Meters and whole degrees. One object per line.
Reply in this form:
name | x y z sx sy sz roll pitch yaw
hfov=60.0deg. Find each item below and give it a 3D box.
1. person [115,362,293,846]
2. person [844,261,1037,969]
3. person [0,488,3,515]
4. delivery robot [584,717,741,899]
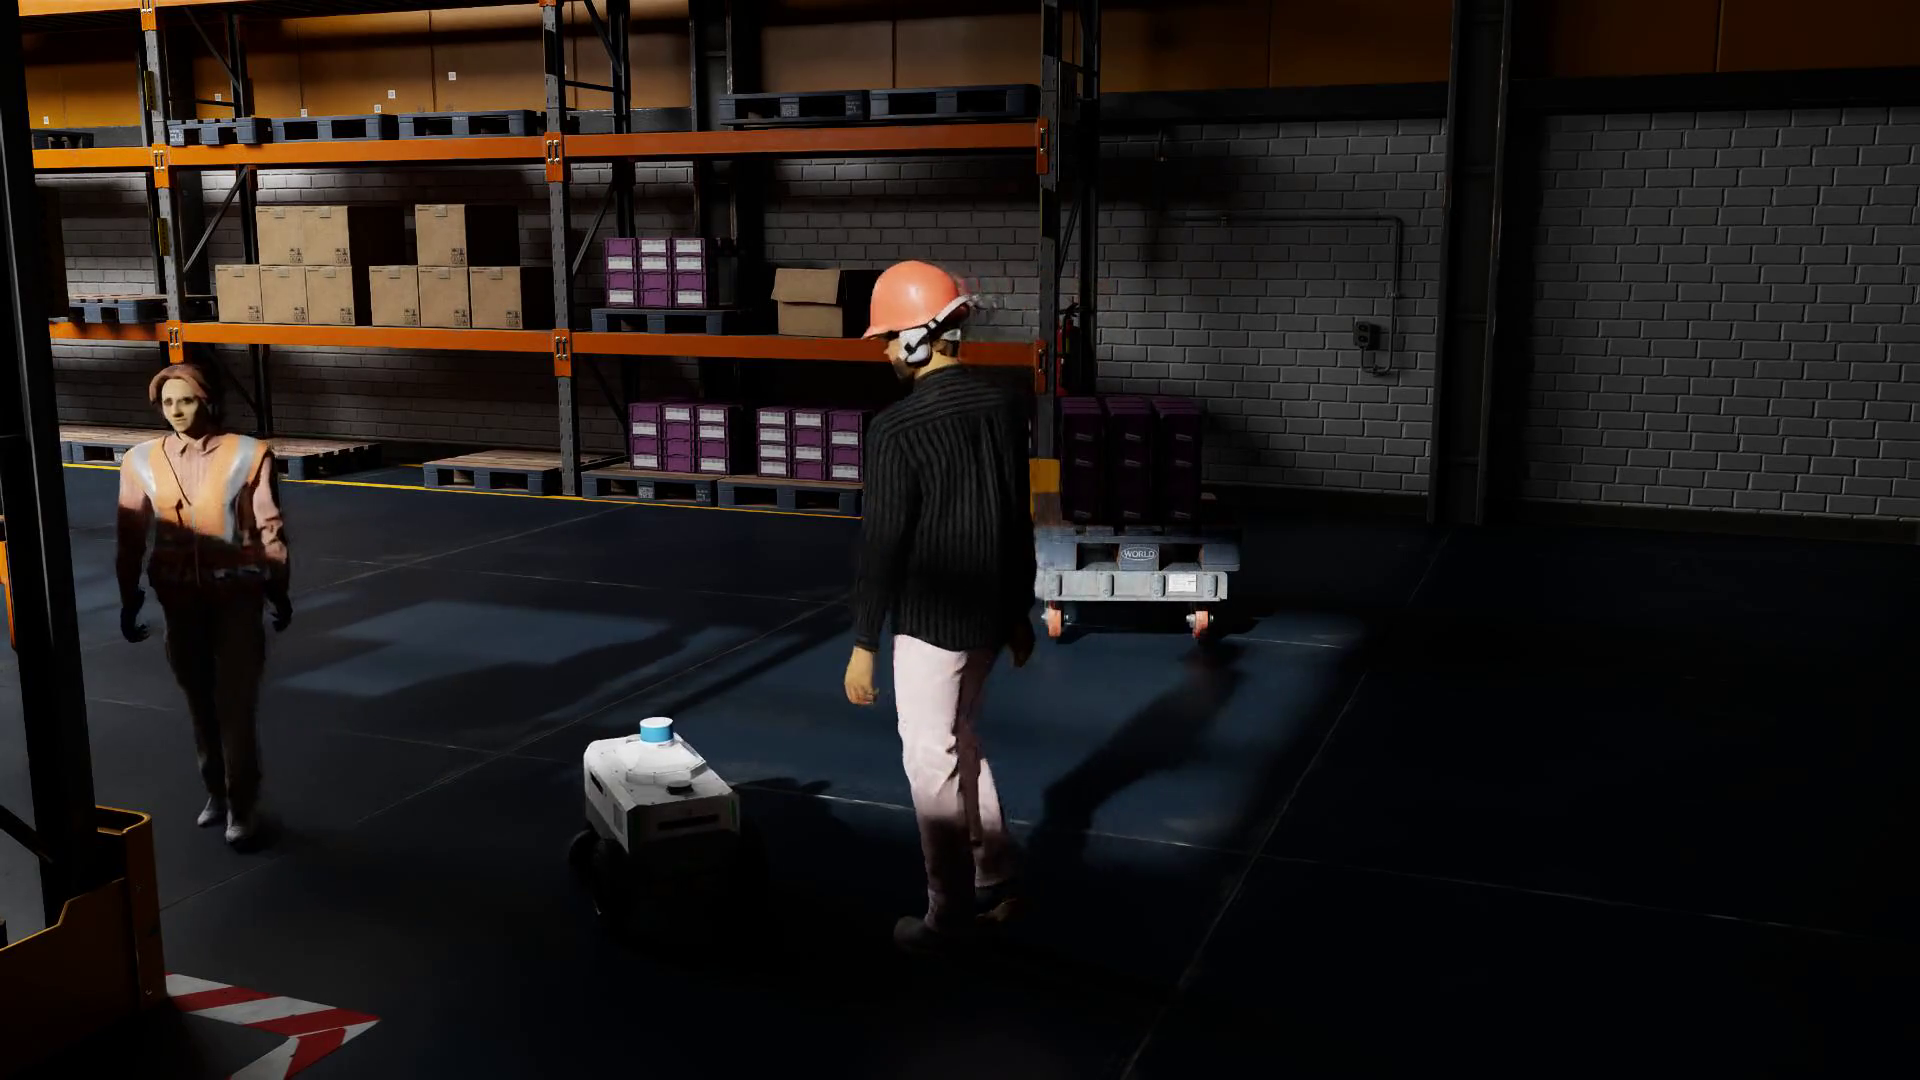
person | -2.561 0.222 5.599 0.537 1.617 0.627 -1 10 -6
person | -0.054 0.223 4.630 0.441 1.965 0.670 8 13 39
person | -6.759 -0.999 11.548 0.384 1.922 0.593 1 10 6
delivery robot | -0.930 0.790 5.134 0.477 0.478 0.707 -4 11 -24
